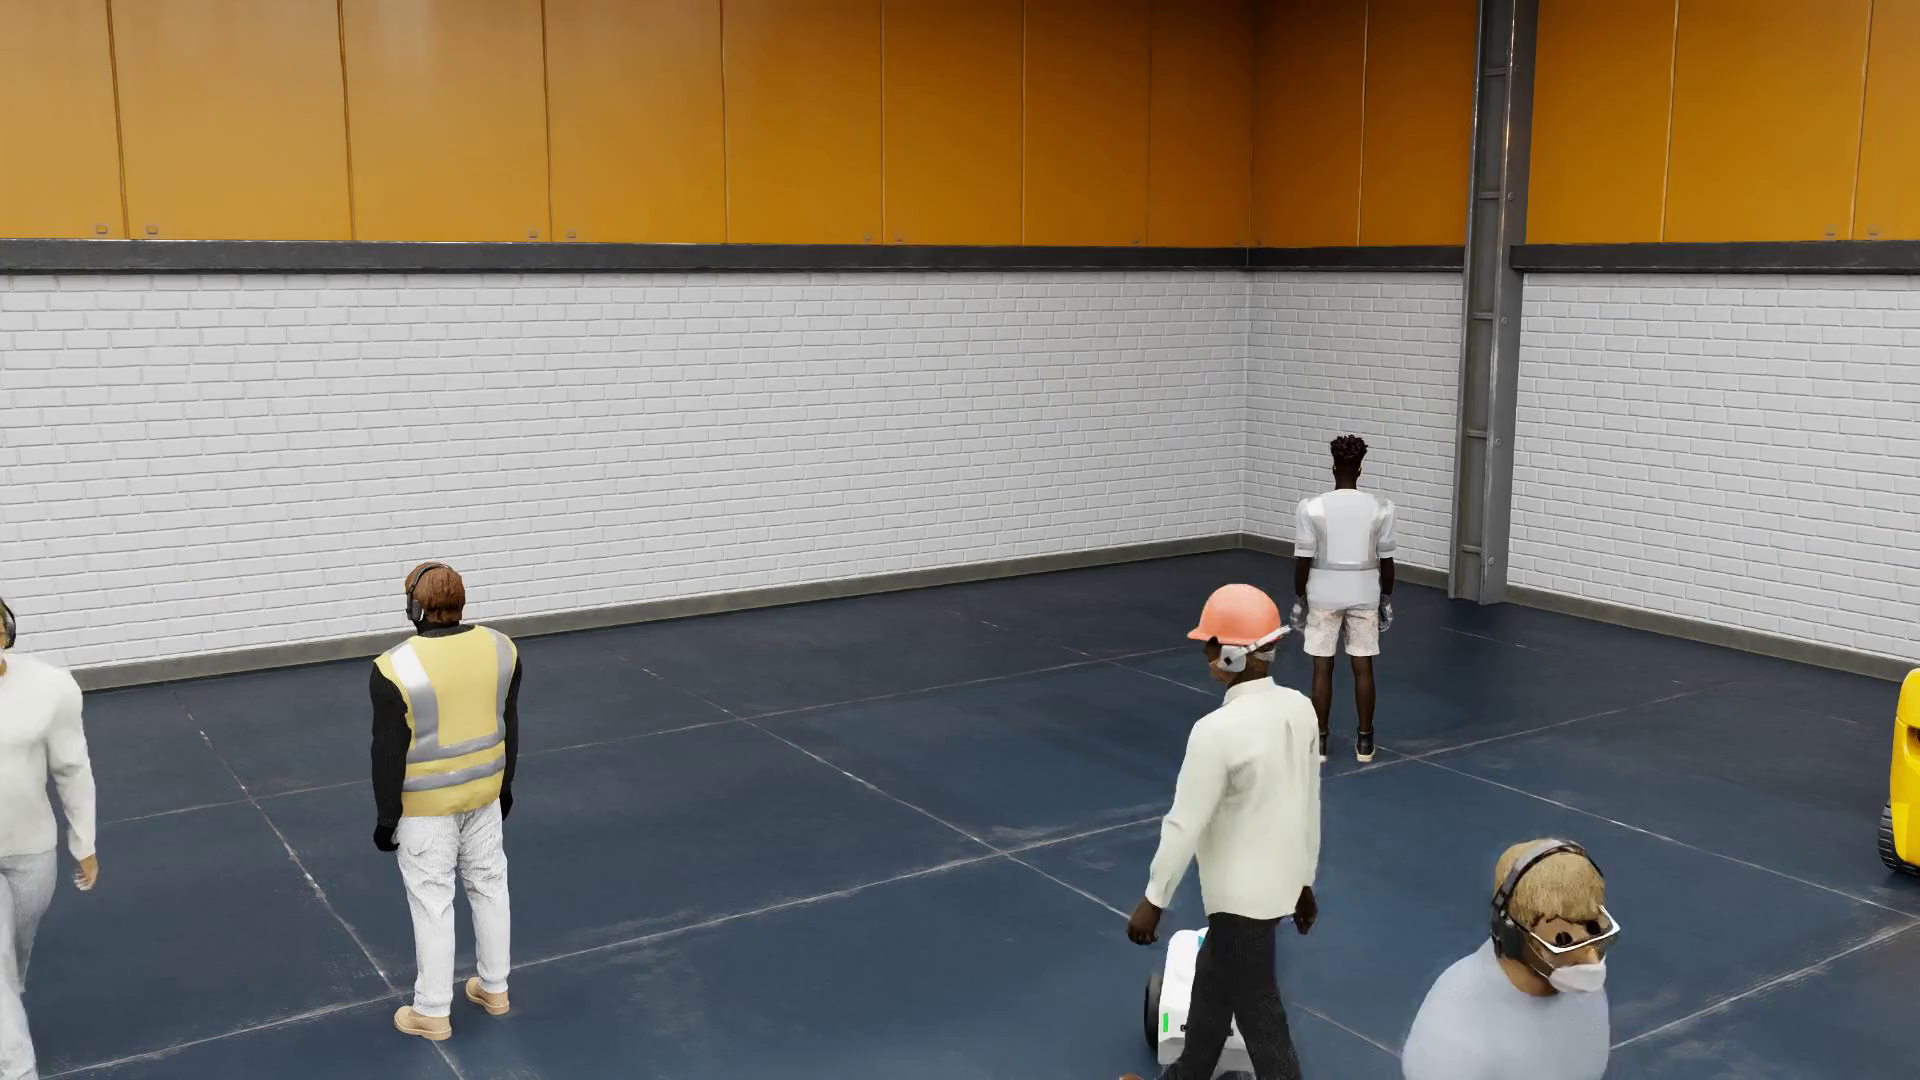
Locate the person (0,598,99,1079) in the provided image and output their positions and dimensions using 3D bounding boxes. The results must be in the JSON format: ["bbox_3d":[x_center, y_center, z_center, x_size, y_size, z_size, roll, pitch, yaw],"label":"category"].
[{"bbox_3d":[-3.408,1.070,5.850,0.634,1.889,1.070,-9,13,-42],"label":"person"}]

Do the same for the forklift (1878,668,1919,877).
[{"bbox_3d":[5.511,0.571,7.906,2.313,2.155,1.214,-6,11,-33],"label":"forklift"}]

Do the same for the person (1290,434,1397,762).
[{"bbox_3d":[2.281,0.350,9.920,0.614,1.963,0.362,0,9,2],"label":"person"}]

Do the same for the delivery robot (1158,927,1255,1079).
[{"bbox_3d":[0.909,1.652,6.036,0.477,0.478,0.707,2,10,10],"label":"delivery robot"}]

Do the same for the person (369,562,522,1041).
[{"bbox_3d":[-1.990,0.994,6.419,0.429,1.844,0.626,8,12,39],"label":"person"}]

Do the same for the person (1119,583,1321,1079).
[{"bbox_3d":[0.821,1.108,5.389,0.942,1.953,0.625,7,12,36],"label":"person"}]

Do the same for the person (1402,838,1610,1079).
[{"bbox_3d":[1.072,1.469,3.413,0.655,1.889,0.608,-8,13,-41],"label":"person"}]
